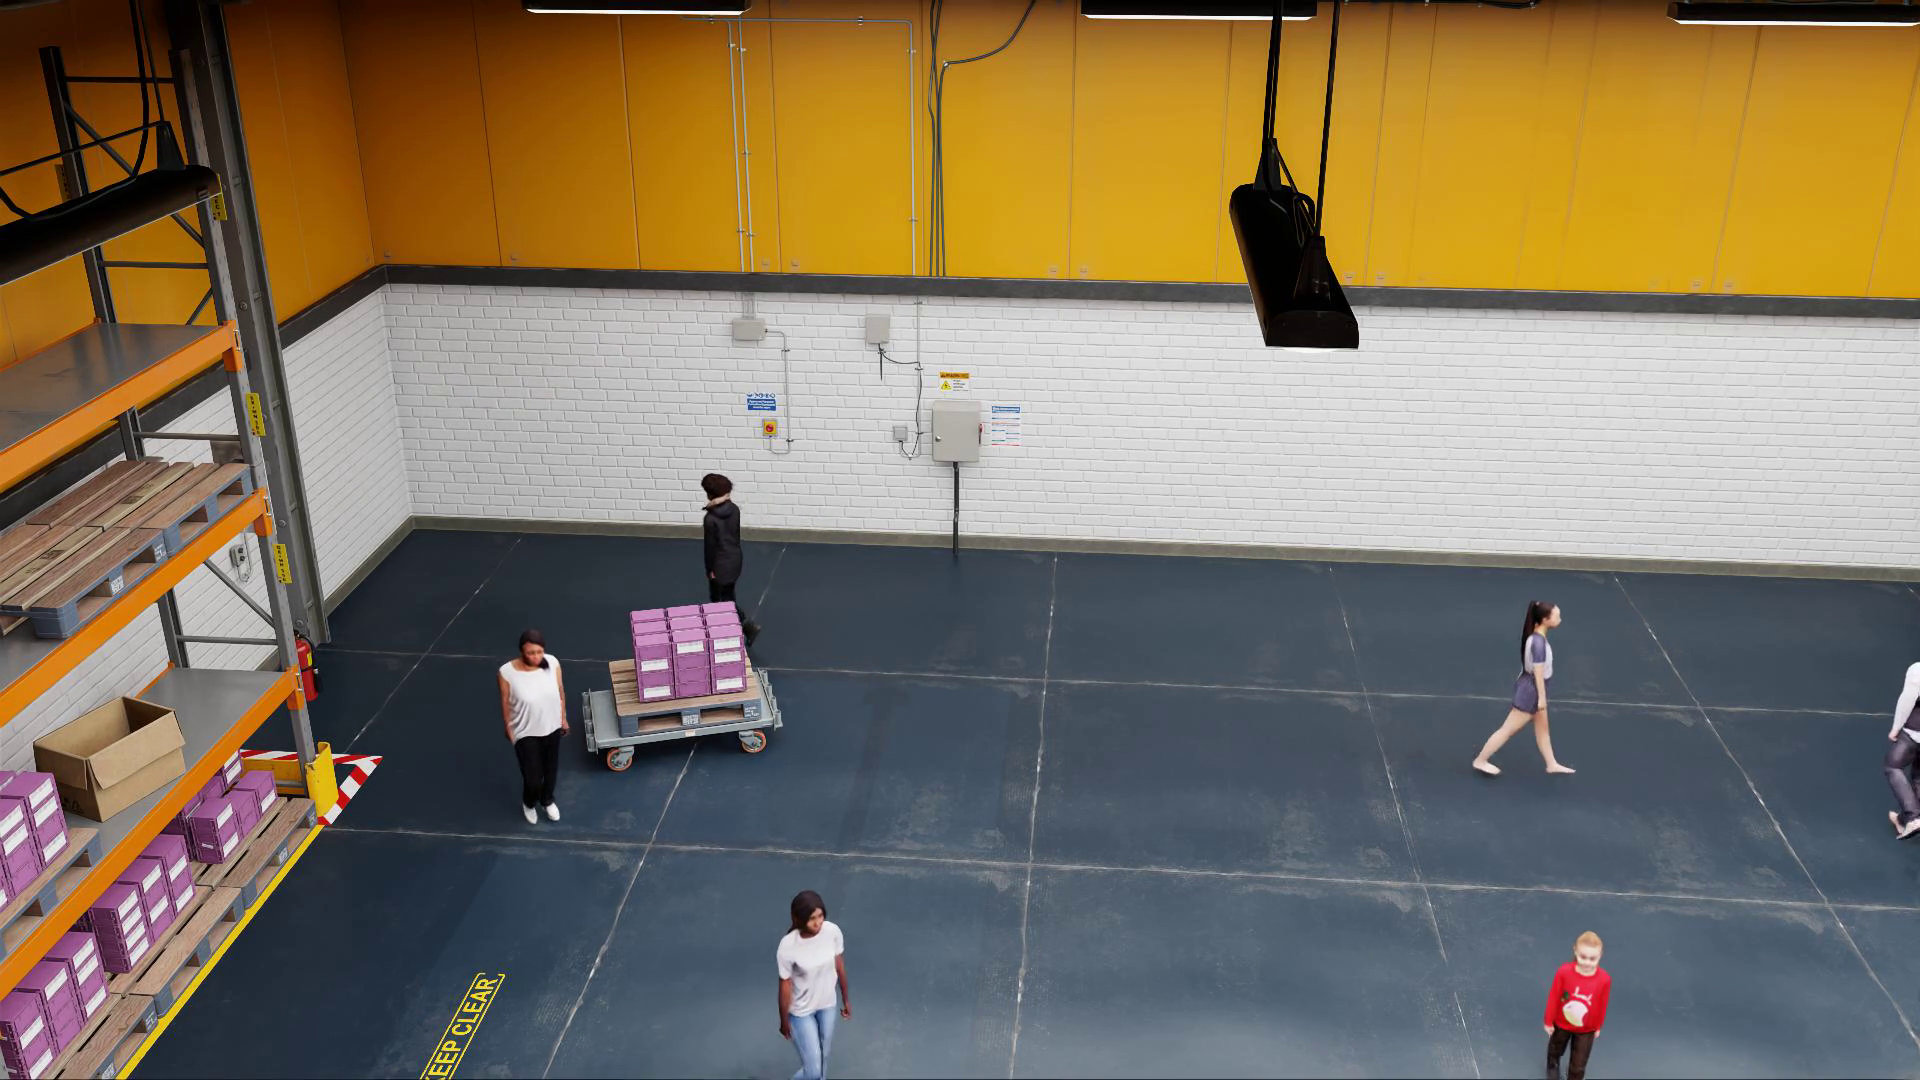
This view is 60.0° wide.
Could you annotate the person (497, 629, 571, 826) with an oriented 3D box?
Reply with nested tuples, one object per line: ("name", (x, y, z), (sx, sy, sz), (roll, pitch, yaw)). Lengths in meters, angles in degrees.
("person", (-3.372, 1.446, 13.203), (0.768, 1.674, 0.818), (-16, 28, -32))

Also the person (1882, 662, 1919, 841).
("person", (7.443, 1.553, 12.797), (0.678, 1.803, 0.871), (2, 24, 4))

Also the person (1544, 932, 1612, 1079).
("person", (3.786, 2.955, 10.268), (0.614, 1.259, 0.938), (7, 25, 15))

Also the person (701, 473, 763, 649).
("person", (-2.197, 0.233, 15.880), (1.003, 1.754, 1.048), (17, 29, 33))

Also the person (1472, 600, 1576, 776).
("person", (4.610, 1.260, 13.717), (0.819, 1.604, 1.041), (7, 25, 16))

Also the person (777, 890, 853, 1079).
("person", (-0.938, 2.800, 10.059), (0.757, 1.713, 0.818), (-20, 30, -38))
